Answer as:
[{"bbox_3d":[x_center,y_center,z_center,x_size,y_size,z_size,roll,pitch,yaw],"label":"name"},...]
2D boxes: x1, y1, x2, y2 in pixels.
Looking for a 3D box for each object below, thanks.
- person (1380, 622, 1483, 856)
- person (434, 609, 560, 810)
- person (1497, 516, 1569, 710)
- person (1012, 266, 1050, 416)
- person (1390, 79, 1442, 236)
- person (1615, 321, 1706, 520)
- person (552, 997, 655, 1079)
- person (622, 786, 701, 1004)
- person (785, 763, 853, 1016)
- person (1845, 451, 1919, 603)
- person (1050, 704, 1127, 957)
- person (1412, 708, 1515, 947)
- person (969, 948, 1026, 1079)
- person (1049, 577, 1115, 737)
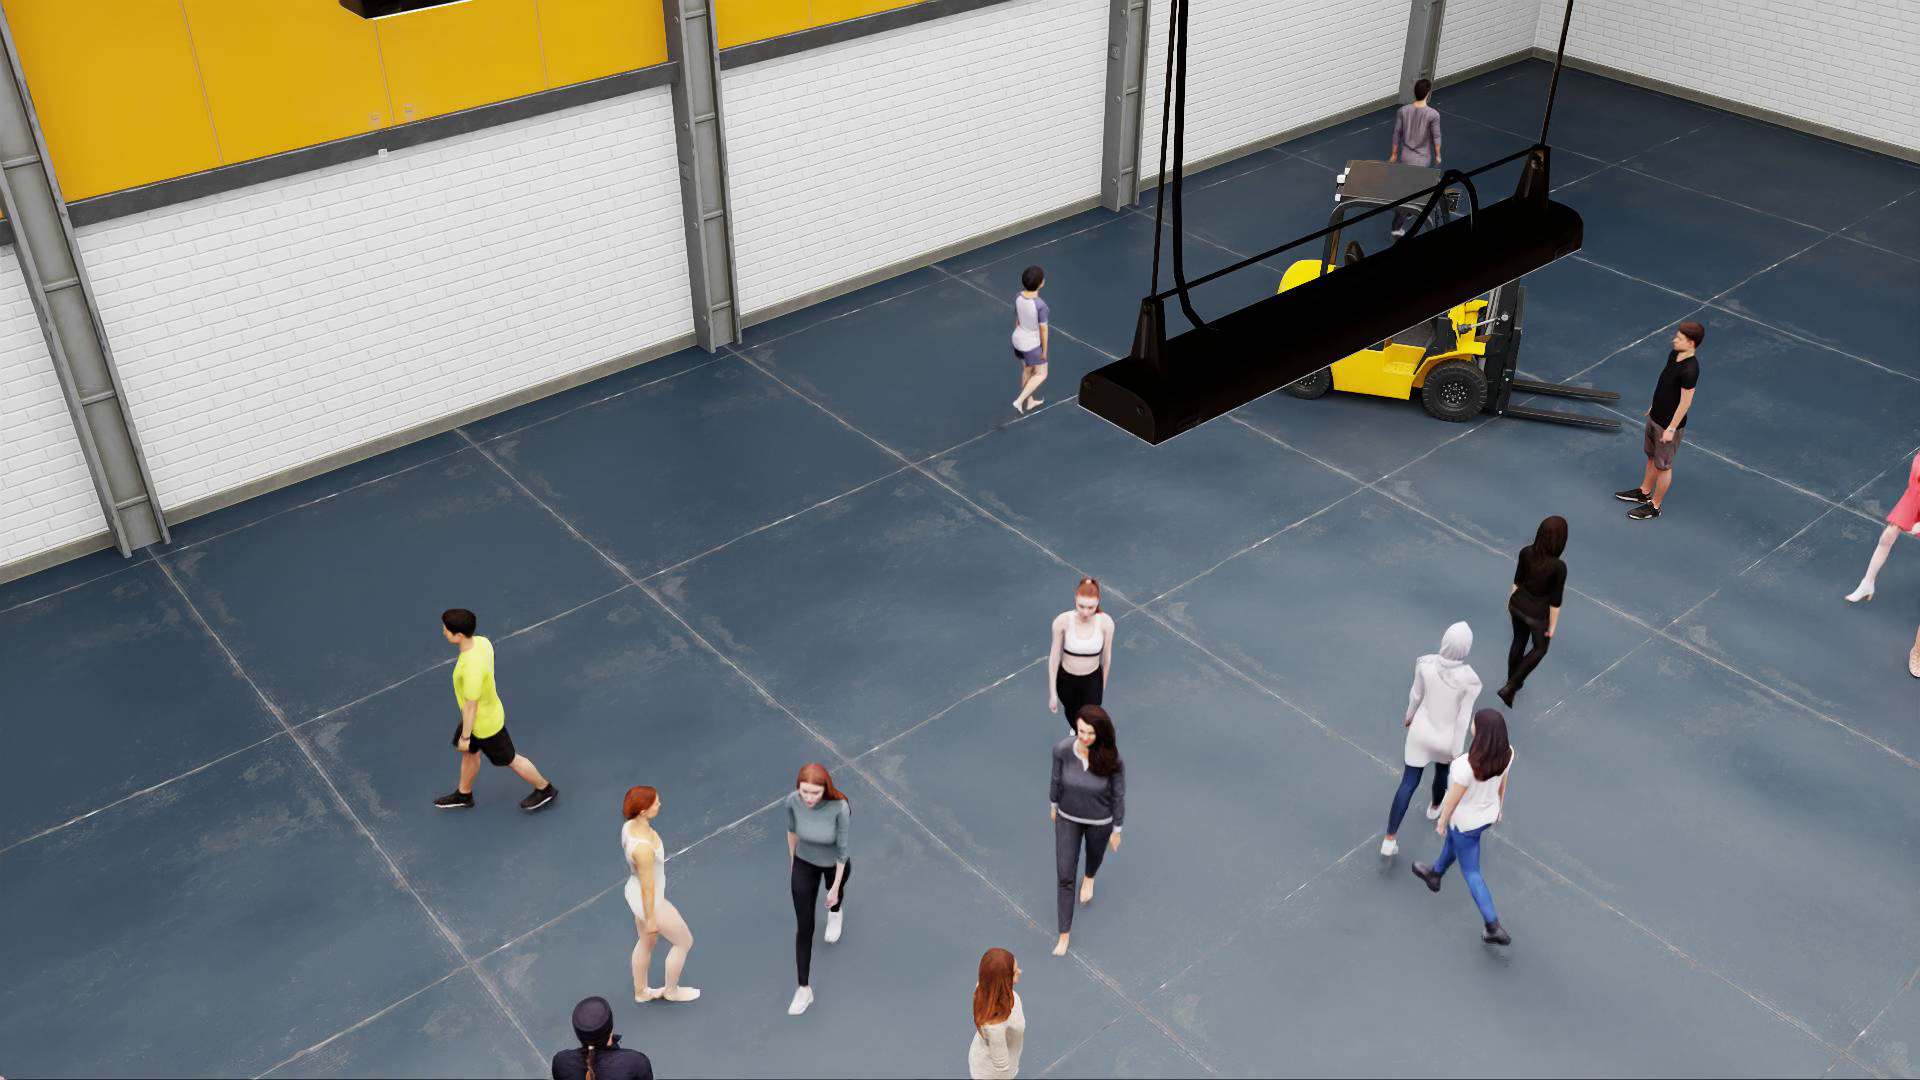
[{"bbox_3d":[3.104,1.362,11.017,0.830,1.737,1.220,21,39,28],"label":"person"},{"bbox_3d":[-3.164,1.193,11.331,1.176,1.671,0.921,-9,35,-13],"label":"person"},{"bbox_3d":[4.195,0.564,12.315,0.776,1.629,0.580,-27,42,-35],"label":"person"},{"bbox_3d":[0.635,-1.902,16.094,0.767,1.552,0.588,-29,43,-36],"label":"person"},{"bbox_3d":[5.364,-4.504,19.776,0.832,1.809,1.228,24,41,32],"label":"person"},{"bbox_3d":[6.204,-1.065,14.556,0.804,1.862,0.760,0,34,1],"label":"person"},{"bbox_3d":[-1.799,3.091,8.496,1.038,1.647,1.053,-2,34,-3],"label":"person"},{"bbox_3d":[-1.942,2.166,9.909,0.683,1.624,0.655,-12,35,-18],"label":"person"},{"bbox_3d":[-0.810,1.961,10.166,1.085,1.681,1.205,6,34,9],"label":"person"},{"bbox_3d":[7.813,-0.227,13.359,1.197,1.791,0.937,-7,34,-10],"label":"person"},{"bbox_3d":[0.808,1.702,10.519,1.052,1.721,1.157,6,34,8],"label":"person"},{"bbox_3d":[3.257,1.832,10.396,1.116,1.641,0.790,-19,38,-26],"label":"person"},{"bbox_3d":[0.173,2.803,8.871,0.712,1.712,0.694,-5,34,-7],"label":"person"},{"bbox_3d":[0.826,0.966,11.657,1.144,1.688,1.194,3,34,4],"label":"person"}]
